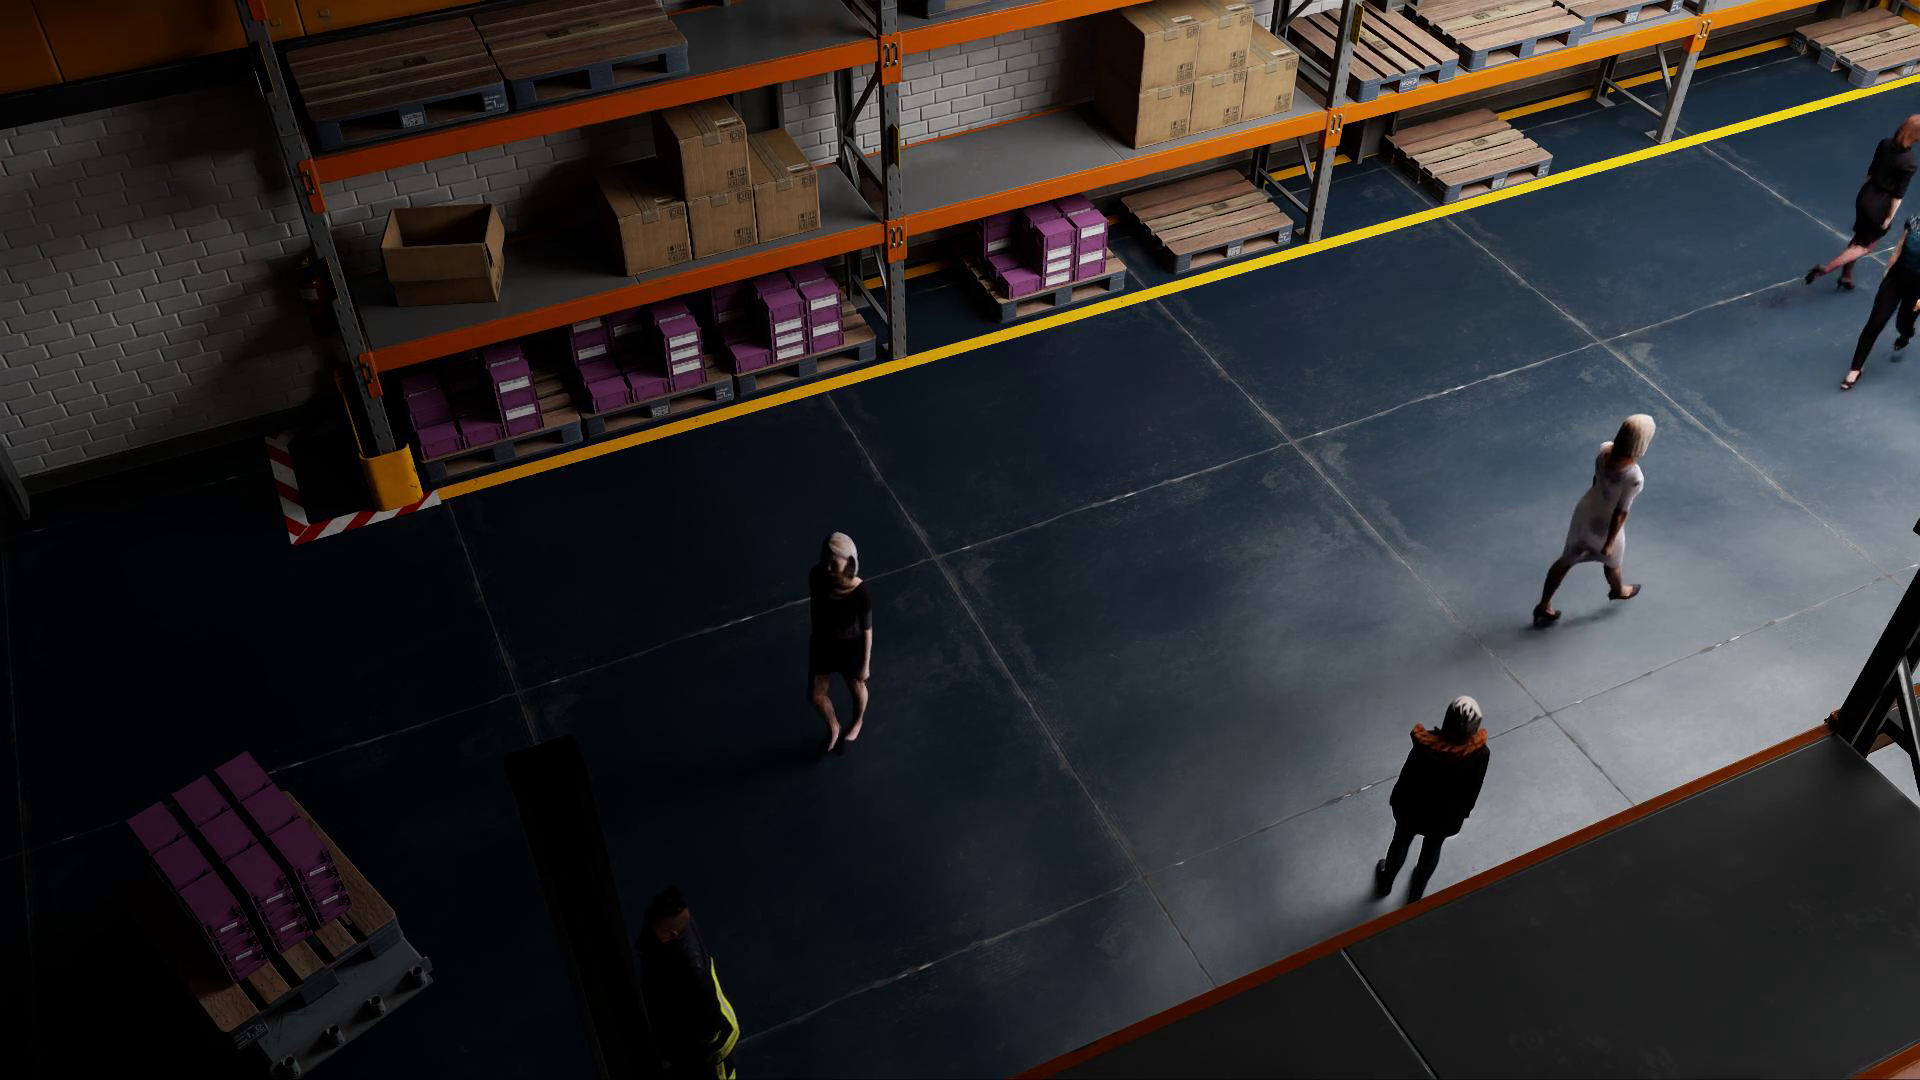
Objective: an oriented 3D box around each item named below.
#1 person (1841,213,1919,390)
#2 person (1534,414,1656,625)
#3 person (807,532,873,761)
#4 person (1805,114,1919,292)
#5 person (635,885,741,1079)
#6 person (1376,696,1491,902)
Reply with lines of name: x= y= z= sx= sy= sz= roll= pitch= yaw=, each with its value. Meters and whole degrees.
person: x=7.300 y=-1.952 z=12.751 sx=1.102 sy=1.711 sz=0.771 roll=-31 pitch=52 yaw=-29
person: x=4.073 y=-0.083 z=10.791 sx=1.030 sy=1.709 sz=0.611 roll=-15 pitch=46 yaw=-15
person: x=-0.668 y=0.588 z=10.008 sx=0.761 sy=1.818 sz=0.814 roll=18 pitch=47 yaw=18
person: x=7.370 y=-2.678 z=13.532 sx=0.906 sy=1.686 sz=0.683 roll=-11 pitch=45 yaw=-11
person: x=-1.344 y=2.285 z=8.196 sx=0.698 sy=1.860 sz=0.757 roll=-21 pitch=48 yaw=-21
person: x=2.619 y=1.456 z=9.230 sx=0.702 sy=1.633 sz=0.787 roll=5 pitch=44 yaw=6
